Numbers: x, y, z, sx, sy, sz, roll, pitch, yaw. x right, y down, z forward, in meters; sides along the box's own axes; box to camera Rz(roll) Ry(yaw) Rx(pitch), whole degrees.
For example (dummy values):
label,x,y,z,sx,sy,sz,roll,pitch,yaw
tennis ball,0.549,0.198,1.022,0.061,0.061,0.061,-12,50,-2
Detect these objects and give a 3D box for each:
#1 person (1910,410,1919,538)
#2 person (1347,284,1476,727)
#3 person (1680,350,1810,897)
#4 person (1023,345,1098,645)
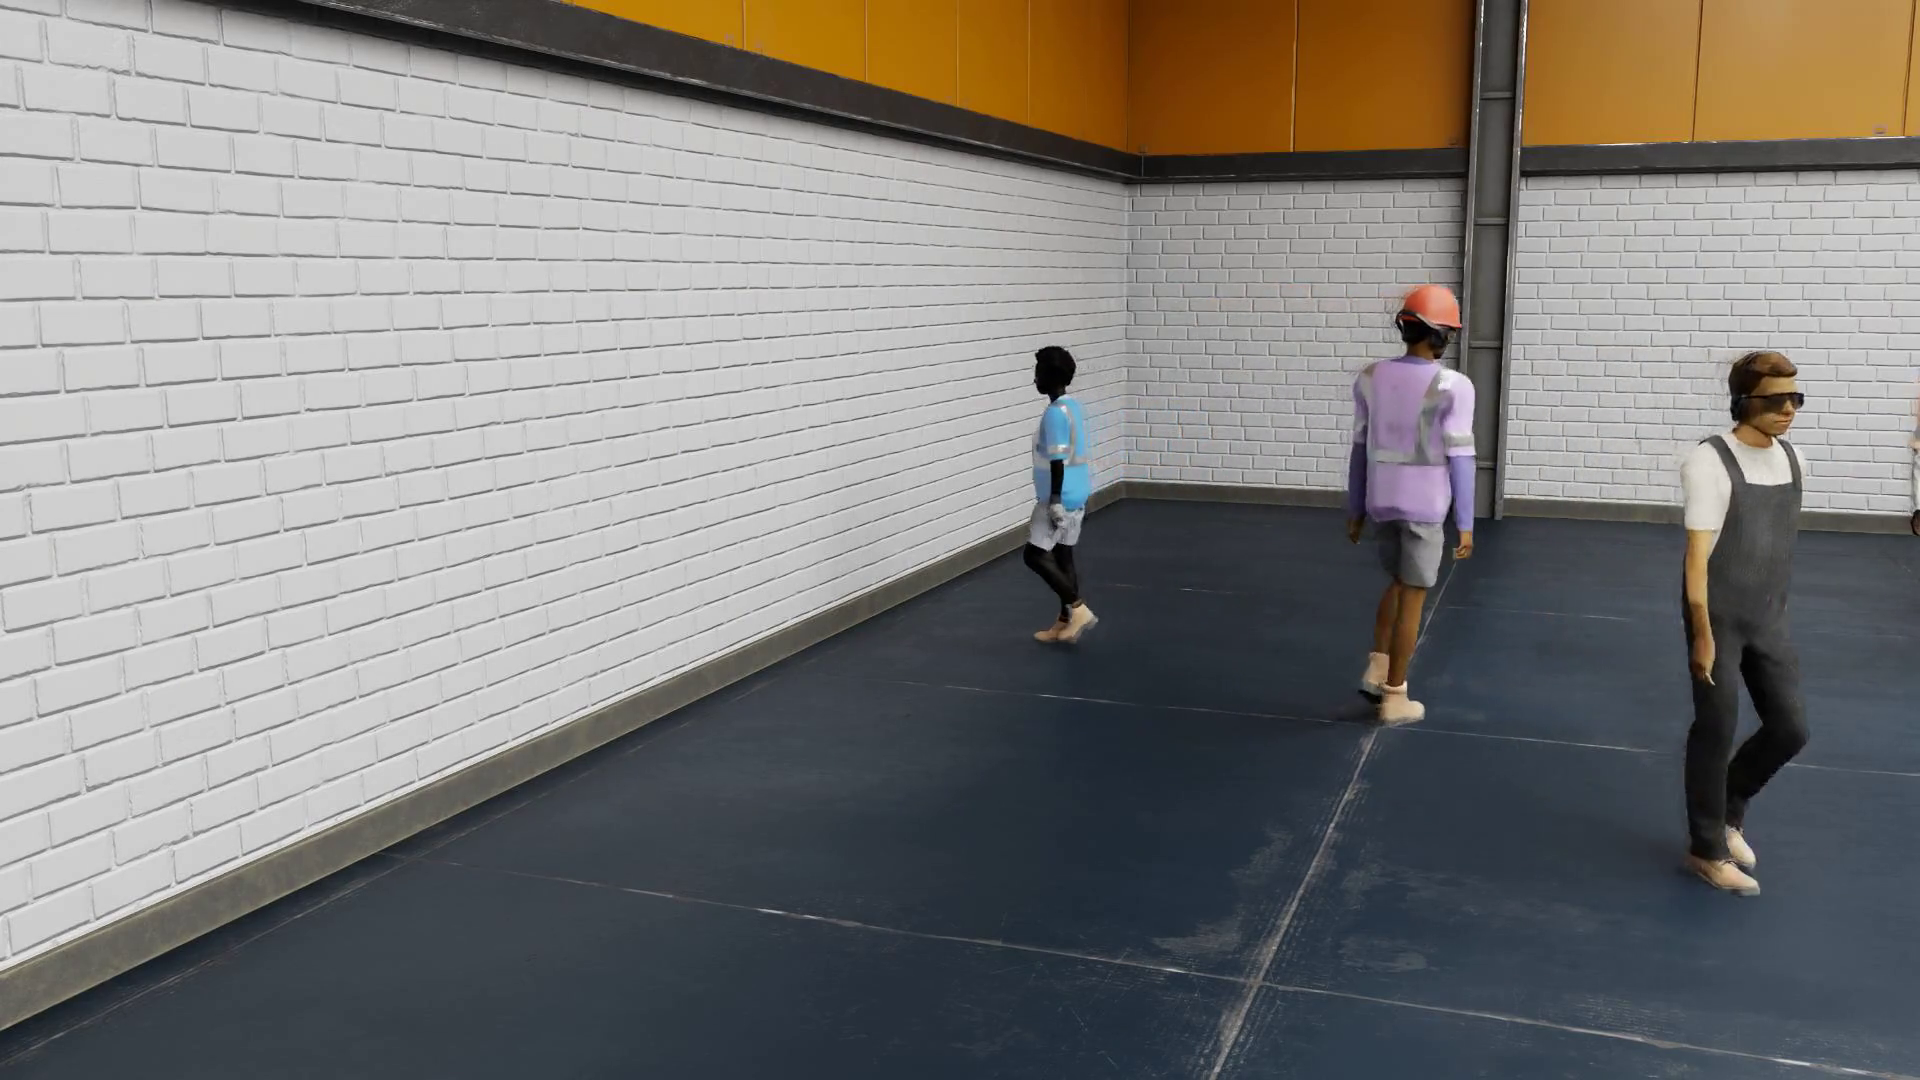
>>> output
label,x,y,z,sx,sy,sz,roll,pitch,yaw
person,5.156,-0.208,8.449,0.588,1.894,0.896,5,10,29
person,2.076,-0.149,7.628,0.473,2.024,0.635,-7,12,-39
person,2.600,0.284,5.537,0.514,1.827,0.393,-3,9,-16
person,0.538,-0.233,9.215,0.354,1.682,0.541,3,9,16
